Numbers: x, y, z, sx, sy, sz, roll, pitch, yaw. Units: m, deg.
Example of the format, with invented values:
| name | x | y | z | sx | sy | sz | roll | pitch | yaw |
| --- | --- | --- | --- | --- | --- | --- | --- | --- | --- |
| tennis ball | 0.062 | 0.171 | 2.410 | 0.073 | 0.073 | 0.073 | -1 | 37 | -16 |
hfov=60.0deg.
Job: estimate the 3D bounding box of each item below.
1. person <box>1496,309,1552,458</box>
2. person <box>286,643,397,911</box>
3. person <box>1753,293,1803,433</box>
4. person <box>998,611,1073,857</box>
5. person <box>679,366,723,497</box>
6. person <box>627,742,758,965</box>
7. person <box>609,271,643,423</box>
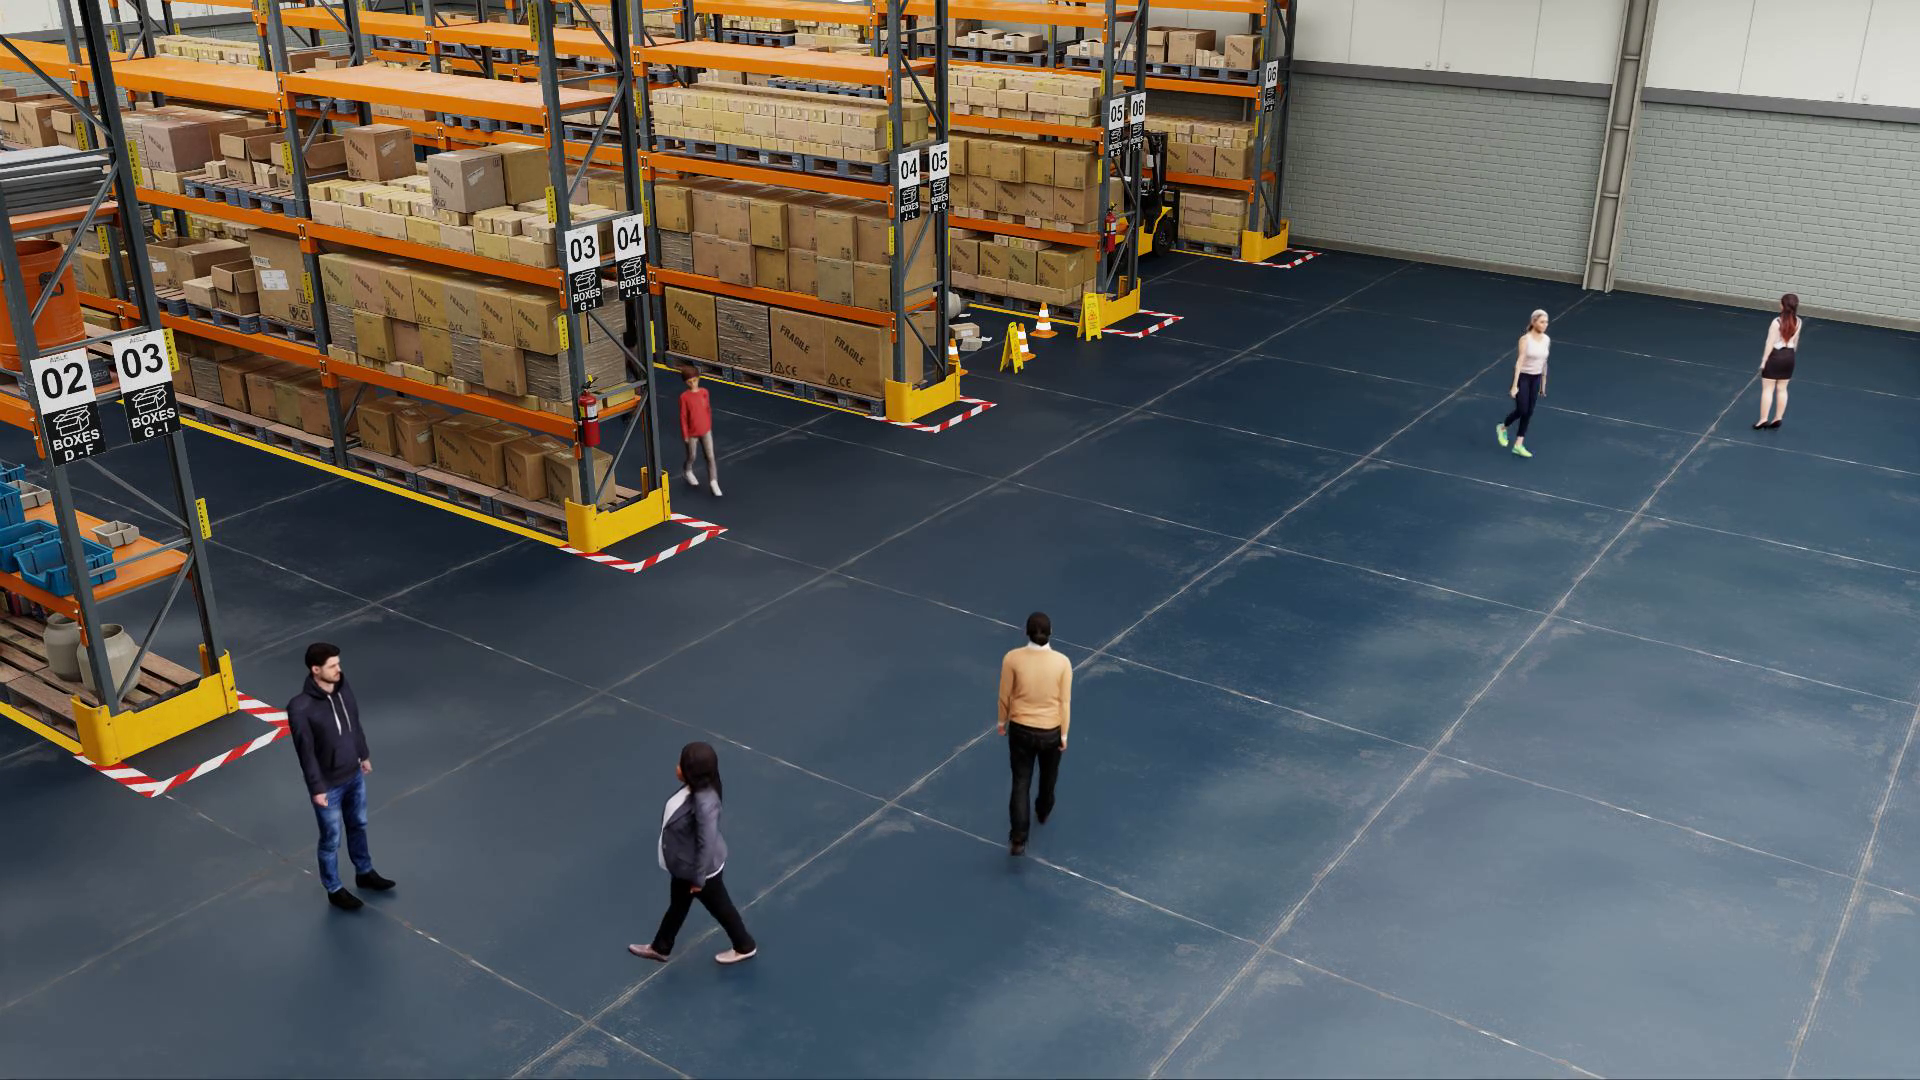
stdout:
| name | x | y | z | sx | sy | sz | roll | pitch | yaw |
| --- | --- | --- | --- | --- | --- | --- | --- | --- | --- |
| person | 6.367 | -1.801 | 18.847 | 0.796 | 1.694 | 0.868 | -11 | 25 | -24 |
| person | -4.087 | 1.516 | 10.796 | 0.670 | 1.890 | 0.729 | 10 | 25 | 22 |
| person | 9.644 | -2.091 | 19.588 | 0.628 | 1.648 | 0.677 | -6 | 24 | -14 |
| person | 0.505 | 1.348 | 11.388 | 1.199 | 1.736 | 1.088 | 2 | 23 | 4 |
| person | -2.844 | -1.187 | 17.795 | 0.755 | 1.387 | 1.001 | -15 | 27 | -32 |
| person | -1.516 | 1.959 | 10.184 | 1.105 | 1.555 | 1.082 | -7 | 24 | -15 |
| person | -4.048 | -2.327 | 19.886 | 0.777 | 1.849 | 0.767 | -16 | 28 | -33 |
